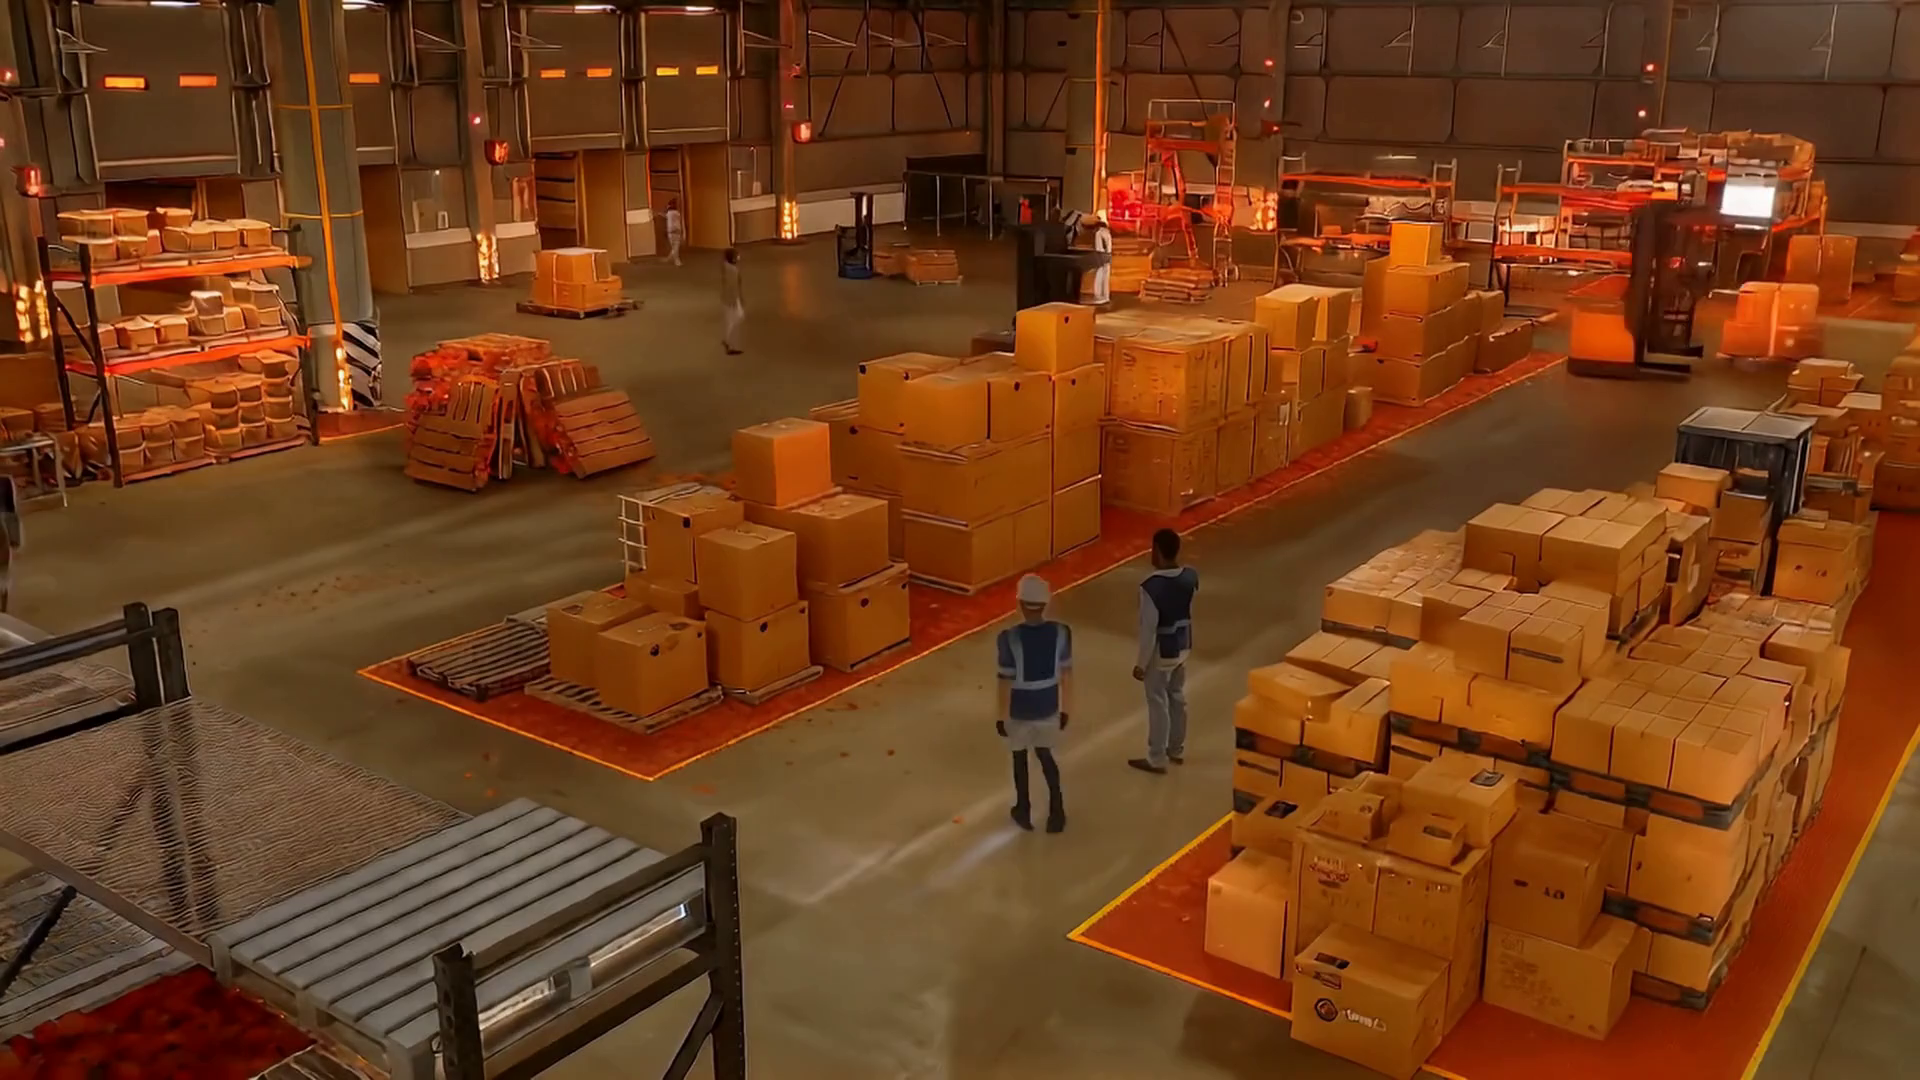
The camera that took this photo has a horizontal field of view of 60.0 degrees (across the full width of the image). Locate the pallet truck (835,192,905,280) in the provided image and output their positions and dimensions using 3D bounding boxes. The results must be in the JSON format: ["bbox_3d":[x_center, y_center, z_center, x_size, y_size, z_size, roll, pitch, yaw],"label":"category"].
[{"bbox_3d":[-1.936,-7.159,38.982,1.885,1.965,0.823,-12,21,-34],"label":"pallet truck"}]

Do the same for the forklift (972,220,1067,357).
[{"bbox_3d":[1.182,-3.333,24.812,1.873,2.768,1.129,12,21,35],"label":"forklift"}]

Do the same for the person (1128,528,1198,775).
[{"bbox_3d":[1.553,0.845,12.615,0.392,1.919,0.591,16,23,42],"label":"person"}]

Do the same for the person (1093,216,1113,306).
[{"bbox_3d":[3.008,-5.848,34.864,0.350,1.876,0.568,11,20,33],"label":"person"}]

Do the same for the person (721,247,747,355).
[{"bbox_3d":[-3.982,-4.198,29.299,0.442,1.920,0.639,-1,17,-2],"label":"person"}]

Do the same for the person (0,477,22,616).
[{"bbox_3d":[-8.895,0.092,15.143,0.636,1.899,0.928,-10,20,-31],"label":"person"}]

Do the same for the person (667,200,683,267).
[{"bbox_3d":[-7.015,-7.496,40.740,0.526,1.624,0.423,14,22,38],"label":"person"}]

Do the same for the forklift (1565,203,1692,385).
[{"bbox_3d":[11.128,-4.088,27.312,1.873,2.768,1.129,8,19,26],"label":"forklift"}]

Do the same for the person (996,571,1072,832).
[{"bbox_3d":[0.521,1.166,11.559,0.544,1.920,0.584,-5,18,-17],"label":"person"}]
